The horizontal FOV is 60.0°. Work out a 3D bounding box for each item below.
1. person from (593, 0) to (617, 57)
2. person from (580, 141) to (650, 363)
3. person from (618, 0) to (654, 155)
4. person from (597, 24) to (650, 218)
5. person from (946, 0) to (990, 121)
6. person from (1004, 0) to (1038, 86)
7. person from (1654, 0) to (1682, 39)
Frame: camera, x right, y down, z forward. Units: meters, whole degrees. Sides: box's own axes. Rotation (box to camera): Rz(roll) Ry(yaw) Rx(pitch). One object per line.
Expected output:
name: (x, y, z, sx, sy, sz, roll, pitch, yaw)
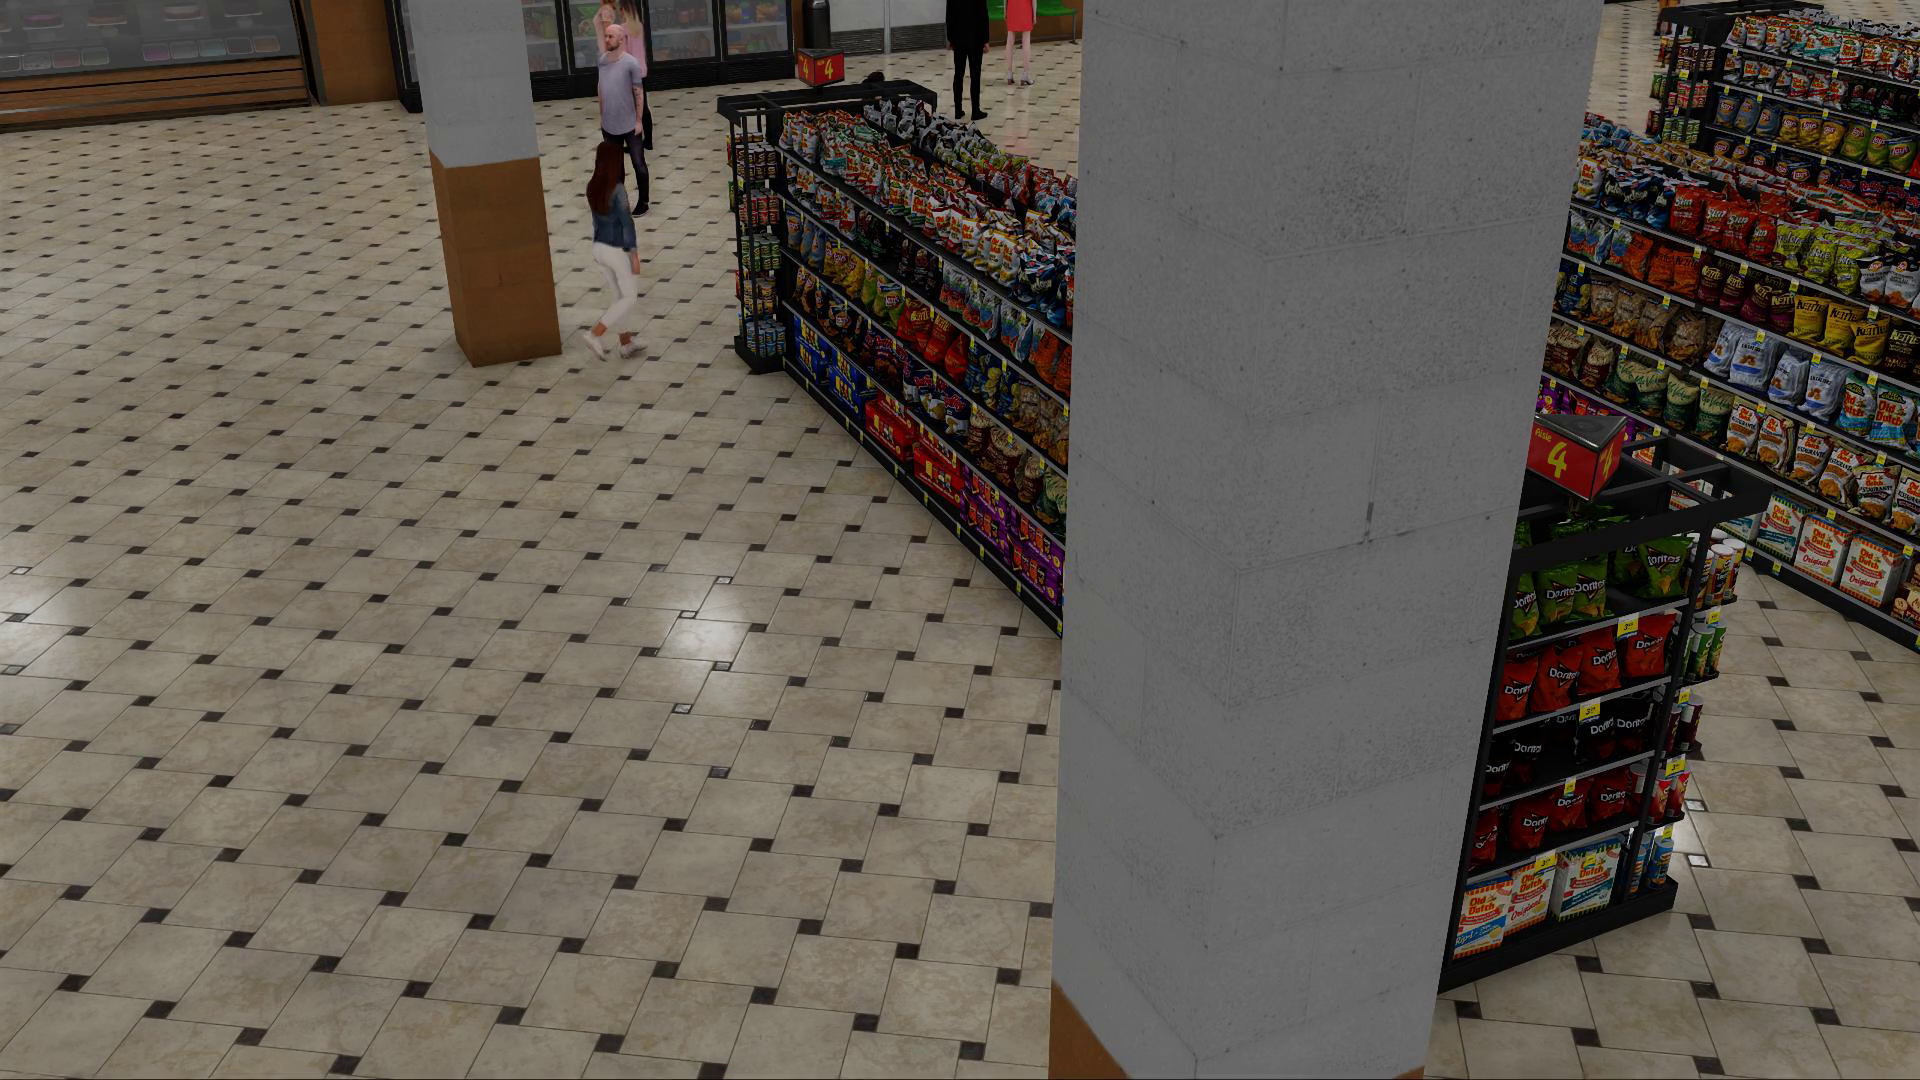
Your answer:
person: (-4.015, -5.548, 19.156, 0.703, 1.829, 0.566, -1, 27, -2)
person: (-2.694, -2.140, 12.599, 0.929, 1.683, 0.884, 24, 35, 39)
person: (-3.660, -5.202, 18.631, 0.729, 1.687, 0.688, 13, 29, 23)
person: (-3.323, -4.128, 16.346, 0.735, 1.838, 0.817, 12, 29, 23)
person: (0.089, -6.048, 20.075, 0.766, 1.890, 0.840, 11, 29, 20)
person: (0.780, -6.941, 21.906, 0.655, 1.826, 0.738, 12, 29, 23)
person: (10.710, -8.242, 25.087, 0.586, 1.271, 0.664, 18, 32, 31)
